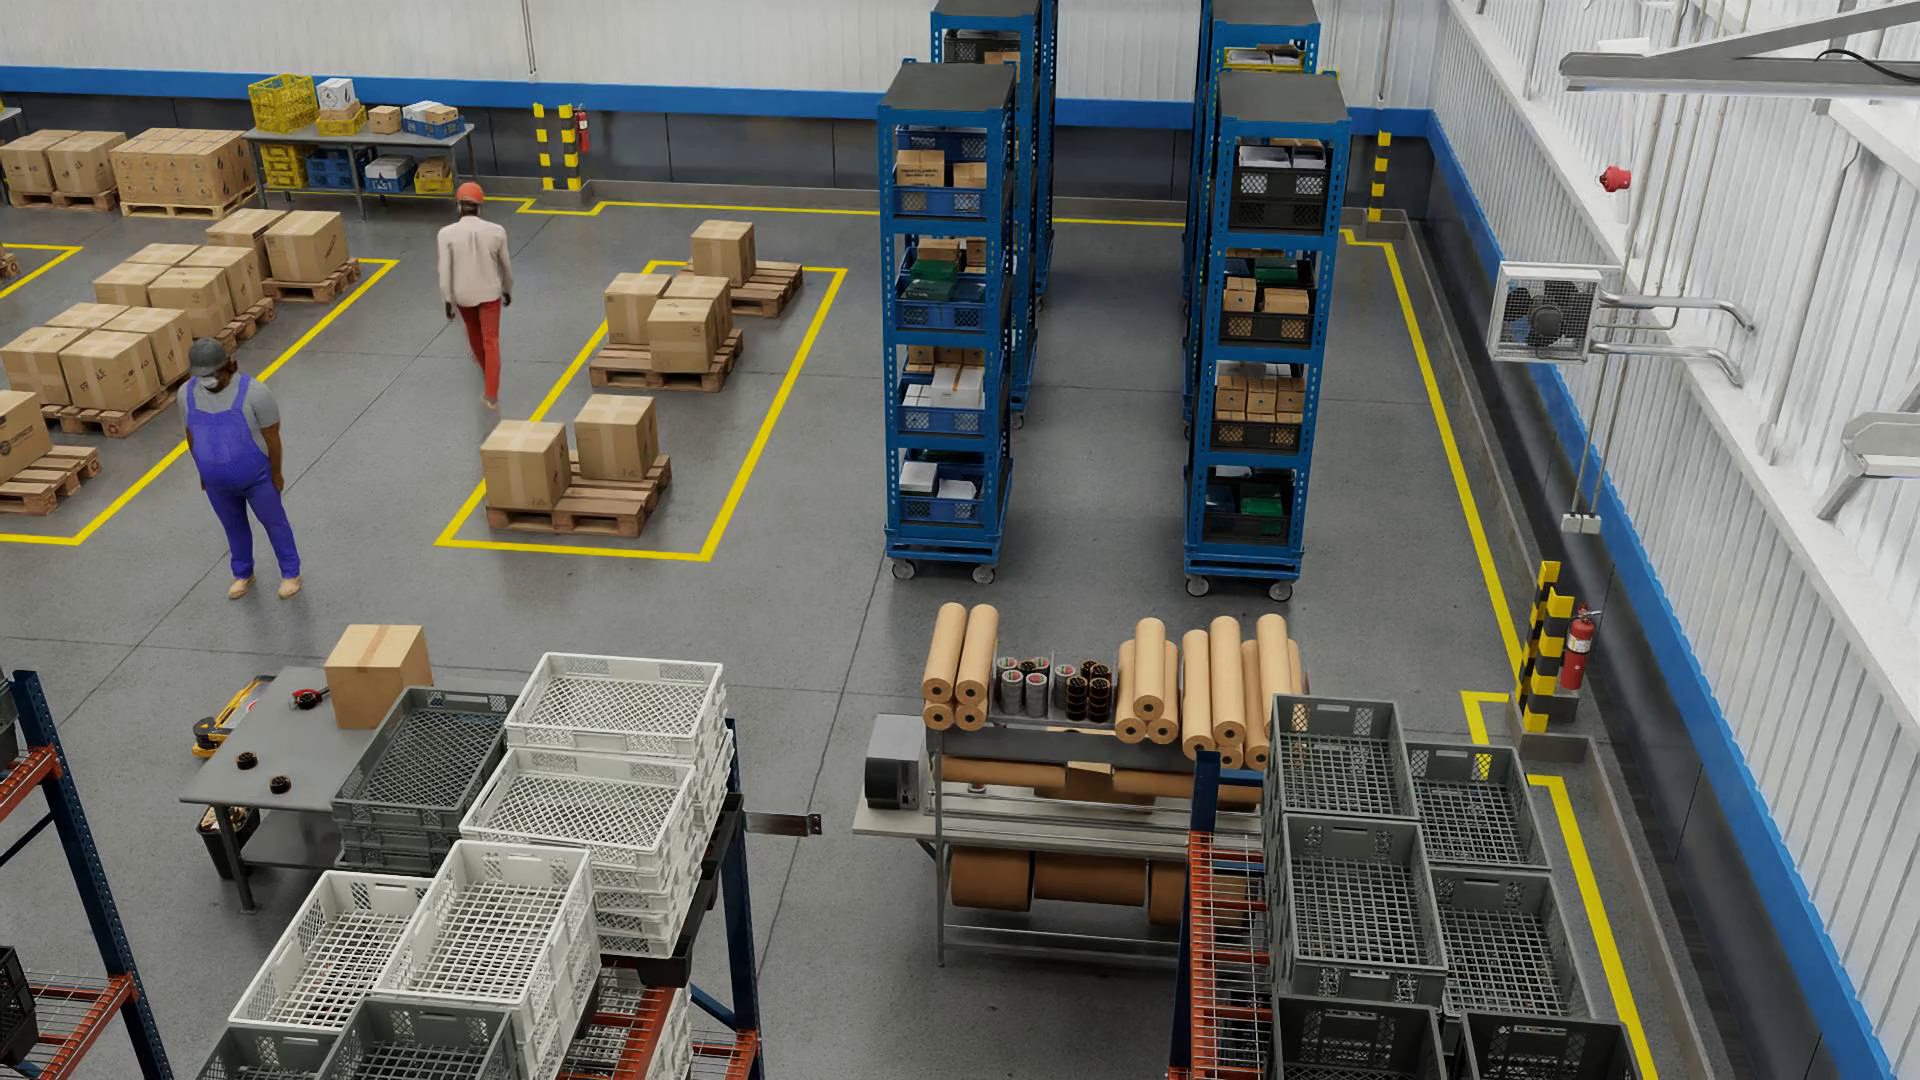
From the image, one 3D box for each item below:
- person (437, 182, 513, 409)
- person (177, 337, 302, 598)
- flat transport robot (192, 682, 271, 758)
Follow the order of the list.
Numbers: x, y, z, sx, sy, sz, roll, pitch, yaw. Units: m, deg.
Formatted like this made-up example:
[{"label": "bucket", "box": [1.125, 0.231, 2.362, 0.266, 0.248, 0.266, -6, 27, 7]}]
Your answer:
[{"label": "person", "box": [-4.300, -2.210, 14.833, 0.618, 1.910, 1.044, -8, 31, -14]}, {"label": "person", "box": [-5.128, -0.501, 11.774, 0.679, 2.000, 0.536, 1, 30, 2]}, {"label": "flat transport robot", "box": [-4.089, 1.163, 10.648, 1.431, 0.197, 0.652, 3, 30, 6]}]
